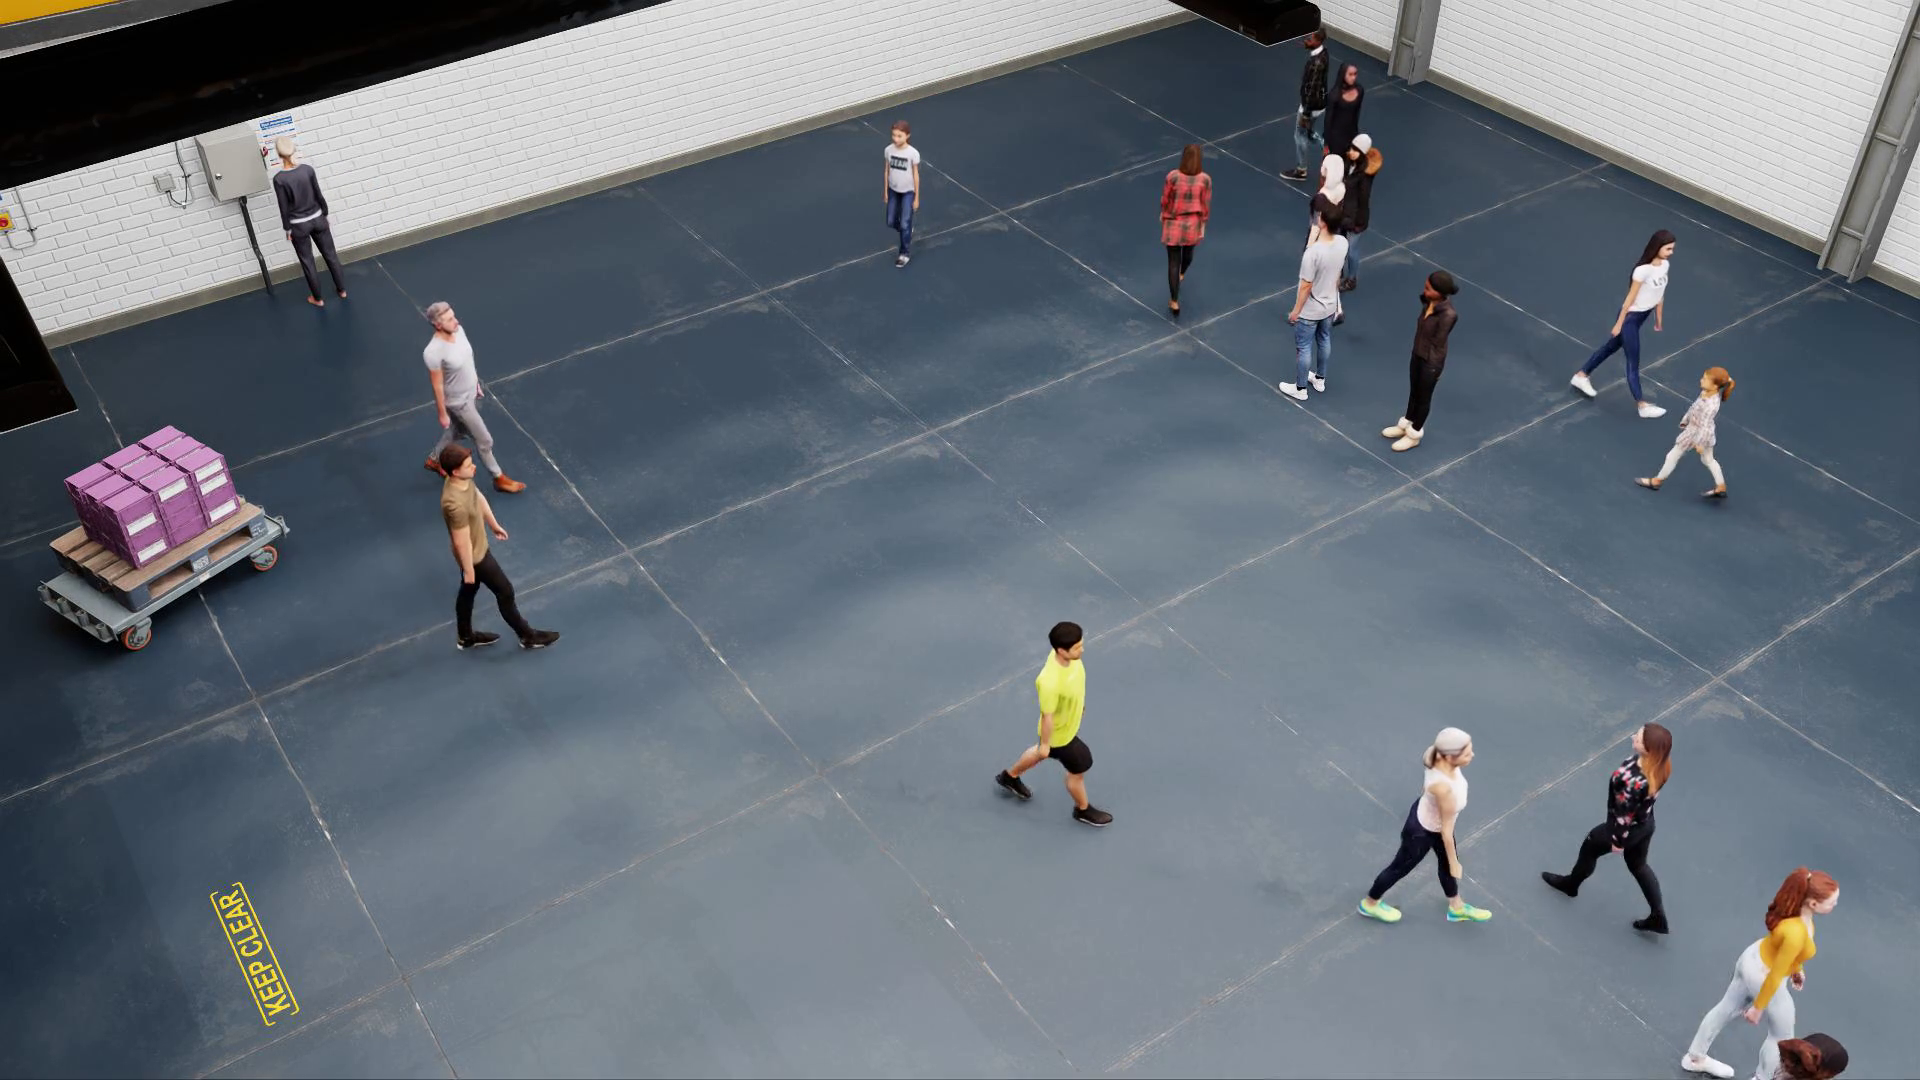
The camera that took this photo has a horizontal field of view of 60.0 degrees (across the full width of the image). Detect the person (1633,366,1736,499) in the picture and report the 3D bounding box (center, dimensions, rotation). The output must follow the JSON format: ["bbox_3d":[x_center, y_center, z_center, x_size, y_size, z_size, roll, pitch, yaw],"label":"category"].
[{"bbox_3d":[6.153,-0.852,13.672,1.044,1.279,0.828,18,42,21],"label":"person"}]

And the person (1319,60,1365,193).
[{"bbox_3d":[3.969,-4.278,17.616,0.678,1.710,0.681,-17,42,-20],"label":"person"}]

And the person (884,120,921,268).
[{"bbox_3d":[-0.560,-3.560,16.841,0.754,1.556,0.791,13,41,16],"label":"person"}]

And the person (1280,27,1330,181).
[{"bbox_3d":[3.922,-4.706,18.084,1.080,1.795,0.978,14,41,17],"label":"person"}]

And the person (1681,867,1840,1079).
[{"bbox_3d":[4.355,2.419,9.217,0.953,1.727,0.867,9,40,12],"label":"person"}]

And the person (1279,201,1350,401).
[{"bbox_3d":[3.172,-2.123,14.777,0.675,1.887,0.542,-25,45,-28],"label":"person"}]

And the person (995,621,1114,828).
[{"bbox_3d":[0.575,1.173,10.818,1.154,1.677,1.043,10,40,12],"label":"person"}]

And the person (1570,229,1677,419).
[{"bbox_3d":[5.858,-1.964,14.704,0.709,1.728,1.187,-28,47,-31],"label":"person"}]

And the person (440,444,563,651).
[{"bbox_3d":[-3.619,0.093,12.051,0.968,1.826,1.056,-10,40,-12],"label":"person"}]

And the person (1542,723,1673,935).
[{"bbox_3d":[4.141,1.768,10.095,0.664,1.648,1.075,-28,47,-31],"label":"person"}]

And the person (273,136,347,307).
[{"bbox_3d":[-6.339,-3.098,16.126,0.633,1.726,0.542,-28,47,-31],"label":"person"}]

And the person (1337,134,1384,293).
[{"bbox_3d":[3.860,-3.232,16.369,0.734,1.632,0.602,-14,41,-17],"label":"person"}]

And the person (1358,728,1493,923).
[{"bbox_3d":[2.737,1.762,10.086,1.123,1.670,0.994,11,40,14],"label":"person"}]

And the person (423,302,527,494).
[{"bbox_3d":[-4.186,-1.165,13.650,1.229,1.795,1.185,5,39,6],"label":"person"}]

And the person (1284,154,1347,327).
[{"bbox_3d":[3.448,-2.783,15.652,0.678,1.827,0.829,-31,48,-33],"label":"person"}]

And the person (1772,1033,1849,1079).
[{"bbox_3d":[3.967,3.075,8.428,1.038,1.687,0.912,18,42,22],"label":"person"}]

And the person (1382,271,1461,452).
[{"bbox_3d":[4.021,-1.554,14.243,0.725,1.664,0.671,4,39,5],"label":"person"}]

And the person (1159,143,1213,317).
[{"bbox_3d":[2.143,-2.961,16.011,1.040,1.656,1.186,1,39,1],"label":"person"}]
